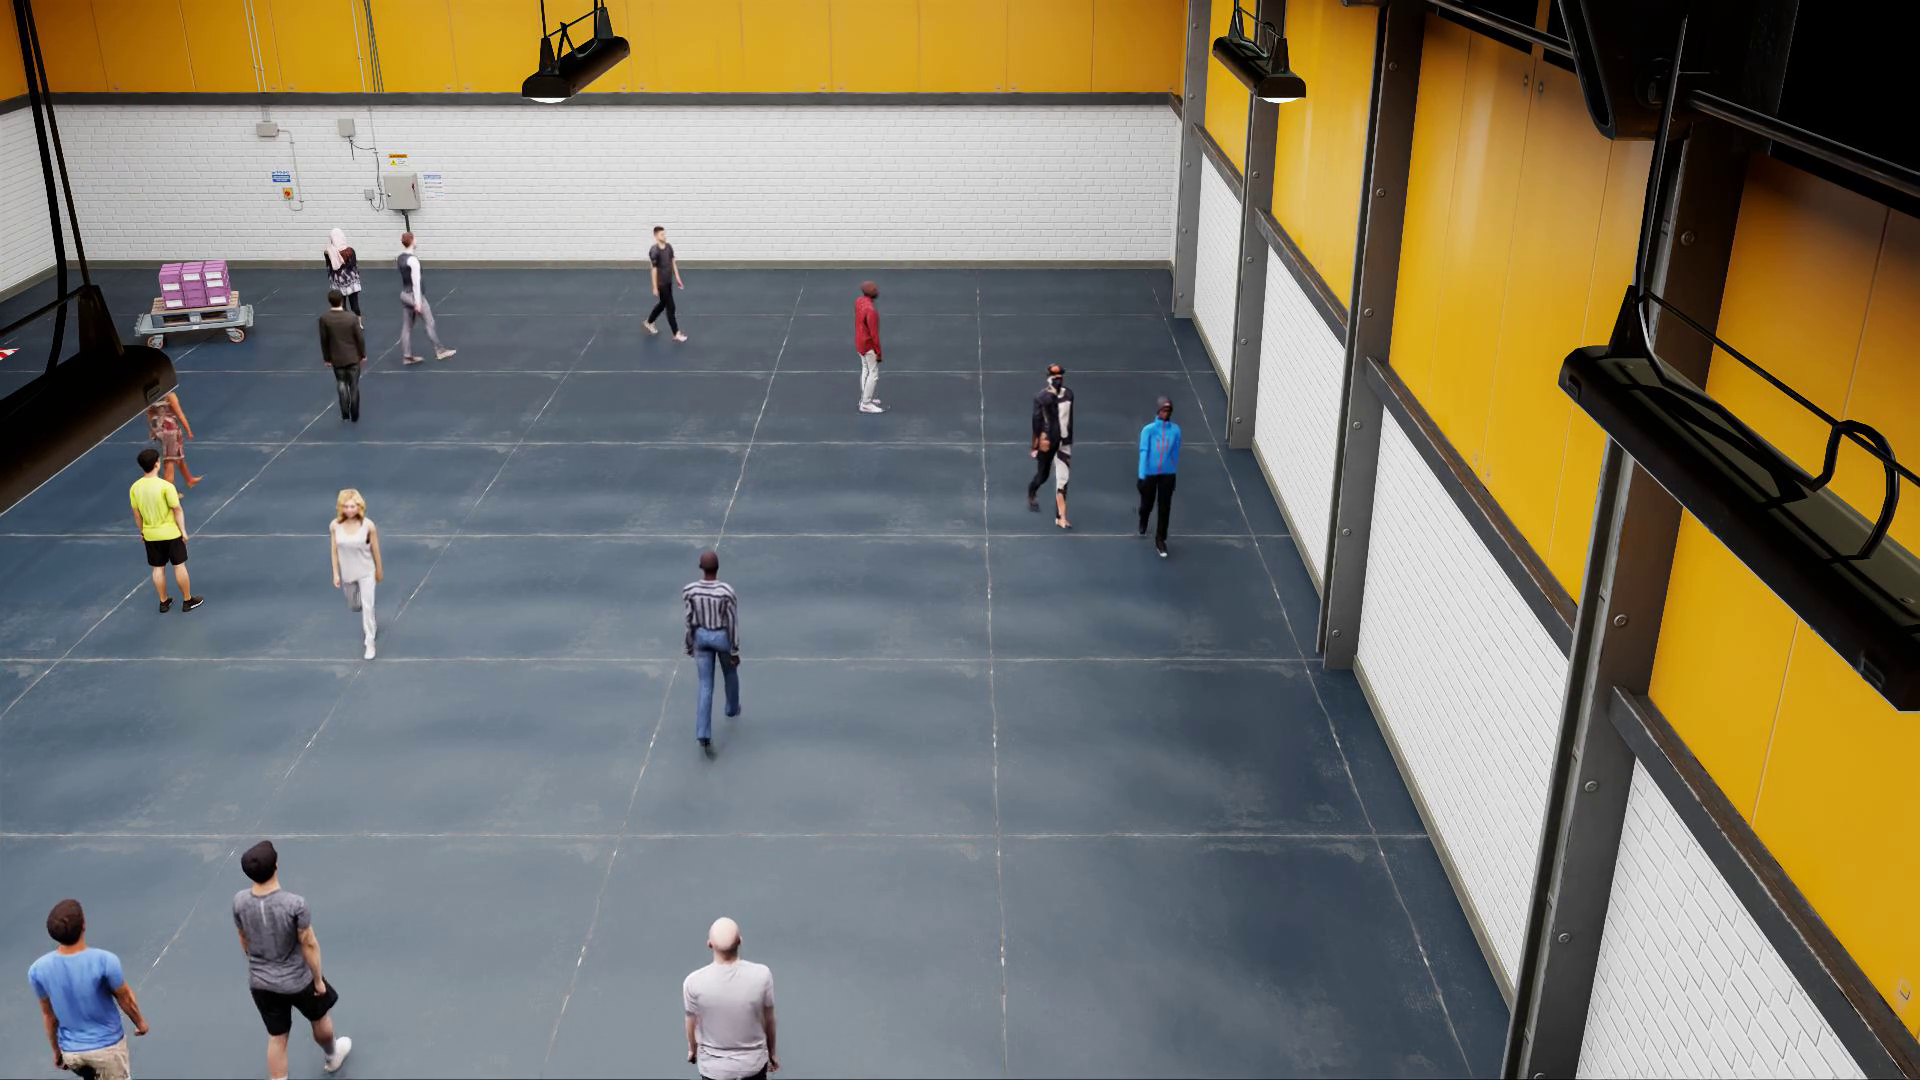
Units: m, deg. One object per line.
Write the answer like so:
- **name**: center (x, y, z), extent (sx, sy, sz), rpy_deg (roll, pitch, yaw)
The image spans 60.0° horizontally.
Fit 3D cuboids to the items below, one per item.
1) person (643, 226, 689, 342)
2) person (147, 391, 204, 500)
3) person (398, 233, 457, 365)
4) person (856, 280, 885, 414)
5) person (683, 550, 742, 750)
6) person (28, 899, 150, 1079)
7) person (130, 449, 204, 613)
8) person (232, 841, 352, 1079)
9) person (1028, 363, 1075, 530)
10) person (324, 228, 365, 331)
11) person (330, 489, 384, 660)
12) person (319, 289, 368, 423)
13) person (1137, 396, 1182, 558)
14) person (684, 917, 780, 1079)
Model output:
- **person**: center (-4.580, -3.922, 25.416), extent (1.013, 1.731, 1.162), rpy_deg (10, 26, 22)
- **person**: center (-9.302, -1.218, 19.367), extent (0.857, 1.622, 1.009), rpy_deg (10, 25, 21)
- **person**: center (-8.038, -3.488, 24.200), extent (1.110, 1.910, 1.054), rpy_deg (-22, 32, -40)
- **person**: center (-1.220, -2.638, 22.380), extent (0.846, 1.810, 0.705), rpy_deg (-15, 28, -30)
- **person**: center (-2.128, 0.964, 14.206), extent (0.714, 1.757, 1.096), rpy_deg (2, 24, 4)
- **person**: center (-4.999, 2.963, 9.537), extent (0.652, 1.835, 1.013), rpy_deg (0, 24, -1)
- **person**: center (-8.007, -0.094, 16.690), extent (0.607, 1.707, 0.506), rpy_deg (0, 24, 0)
- **person**: center (-4.161, 2.704, 10.113), extent (0.715, 1.848, 1.013), rpy_deg (2, 24, 4)
- **person**: center (1.019, -1.097, 18.790), extent (0.981, 1.862, 1.249), rpy_deg (-9, 25, -20)
- **person**: center (-9.540, -4.023, 25.765), extent (0.711, 1.638, 0.727), rpy_deg (-8, 25, -18)
- **person**: center (-5.743, 0.272, 15.925), extent (0.598, 1.649, 0.942), rpy_deg (-1, 24, -3)
- **person**: center (-8.078, -2.387, 21.828), extent (0.756, 1.794, 0.773), rpy_deg (-5, 24, -12)
- **person**: center (2.135, -0.726, 18.048), extent (0.668, 1.778, 0.932), rpy_deg (-2, 24, -5)
- **person**: center (-1.282, 3.016, 9.444), extent (0.740, 1.813, 0.741), rpy_deg (-7, 25, -16)
